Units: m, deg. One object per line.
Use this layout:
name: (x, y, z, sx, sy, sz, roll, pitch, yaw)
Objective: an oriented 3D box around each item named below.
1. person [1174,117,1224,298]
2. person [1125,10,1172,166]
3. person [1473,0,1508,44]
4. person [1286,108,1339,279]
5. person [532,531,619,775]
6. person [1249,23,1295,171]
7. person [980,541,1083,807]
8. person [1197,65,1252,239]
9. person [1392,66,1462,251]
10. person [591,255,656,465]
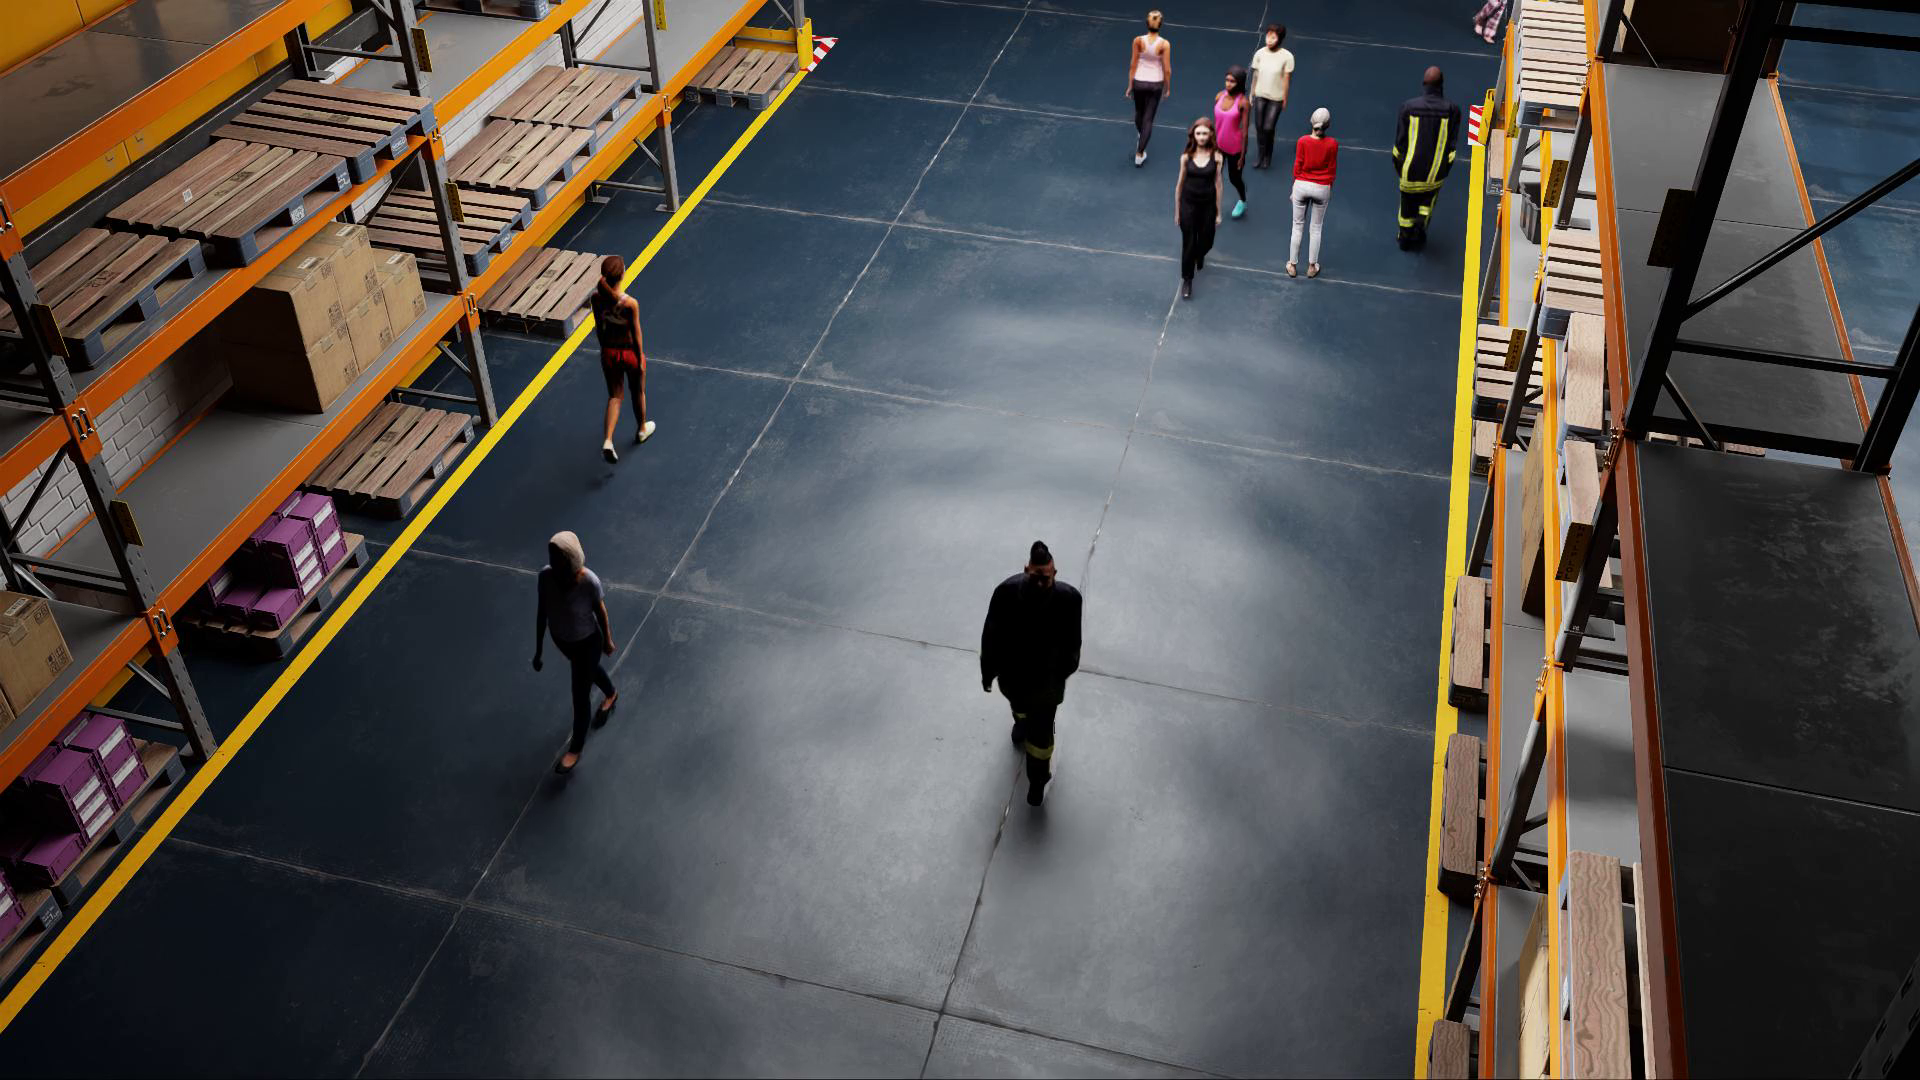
person: (2.204, -3.119, 15.377, 0.689, 1.732, 0.878, 3, 39, 3)
person: (1.958, -4.734, 17.495, 0.653, 1.615, 0.987, 13, 40, 16)
person: (6.548, -6.883, 20.124, 0.787, 1.692, 0.844, -8, 39, -10)
person: (3.293, -3.252, 15.576, 0.553, 1.693, 0.552, 7, 39, 9)
person: (-2.438, 0.599, 10.770, 0.642, 1.672, 1.097, 13, 40, 16)
person: (3.273, -4.650, 17.421, 0.675, 1.575, 0.675, 24, 45, 27)
person: (0.459, 0.699, 10.523, 0.777, 1.826, 1.120, 8, 39, 10)
person: (2.679, -3.838, 16.314, 0.838, 1.687, 1.181, 24, 44, 27)
person: (4.436, -3.617, 15.941, 0.728, 1.808, 0.715, 10, 40, 12)
person: (-2.726, -1.404, 13.198, 0.583, 1.772, 1.015, 9, 40, 11)
